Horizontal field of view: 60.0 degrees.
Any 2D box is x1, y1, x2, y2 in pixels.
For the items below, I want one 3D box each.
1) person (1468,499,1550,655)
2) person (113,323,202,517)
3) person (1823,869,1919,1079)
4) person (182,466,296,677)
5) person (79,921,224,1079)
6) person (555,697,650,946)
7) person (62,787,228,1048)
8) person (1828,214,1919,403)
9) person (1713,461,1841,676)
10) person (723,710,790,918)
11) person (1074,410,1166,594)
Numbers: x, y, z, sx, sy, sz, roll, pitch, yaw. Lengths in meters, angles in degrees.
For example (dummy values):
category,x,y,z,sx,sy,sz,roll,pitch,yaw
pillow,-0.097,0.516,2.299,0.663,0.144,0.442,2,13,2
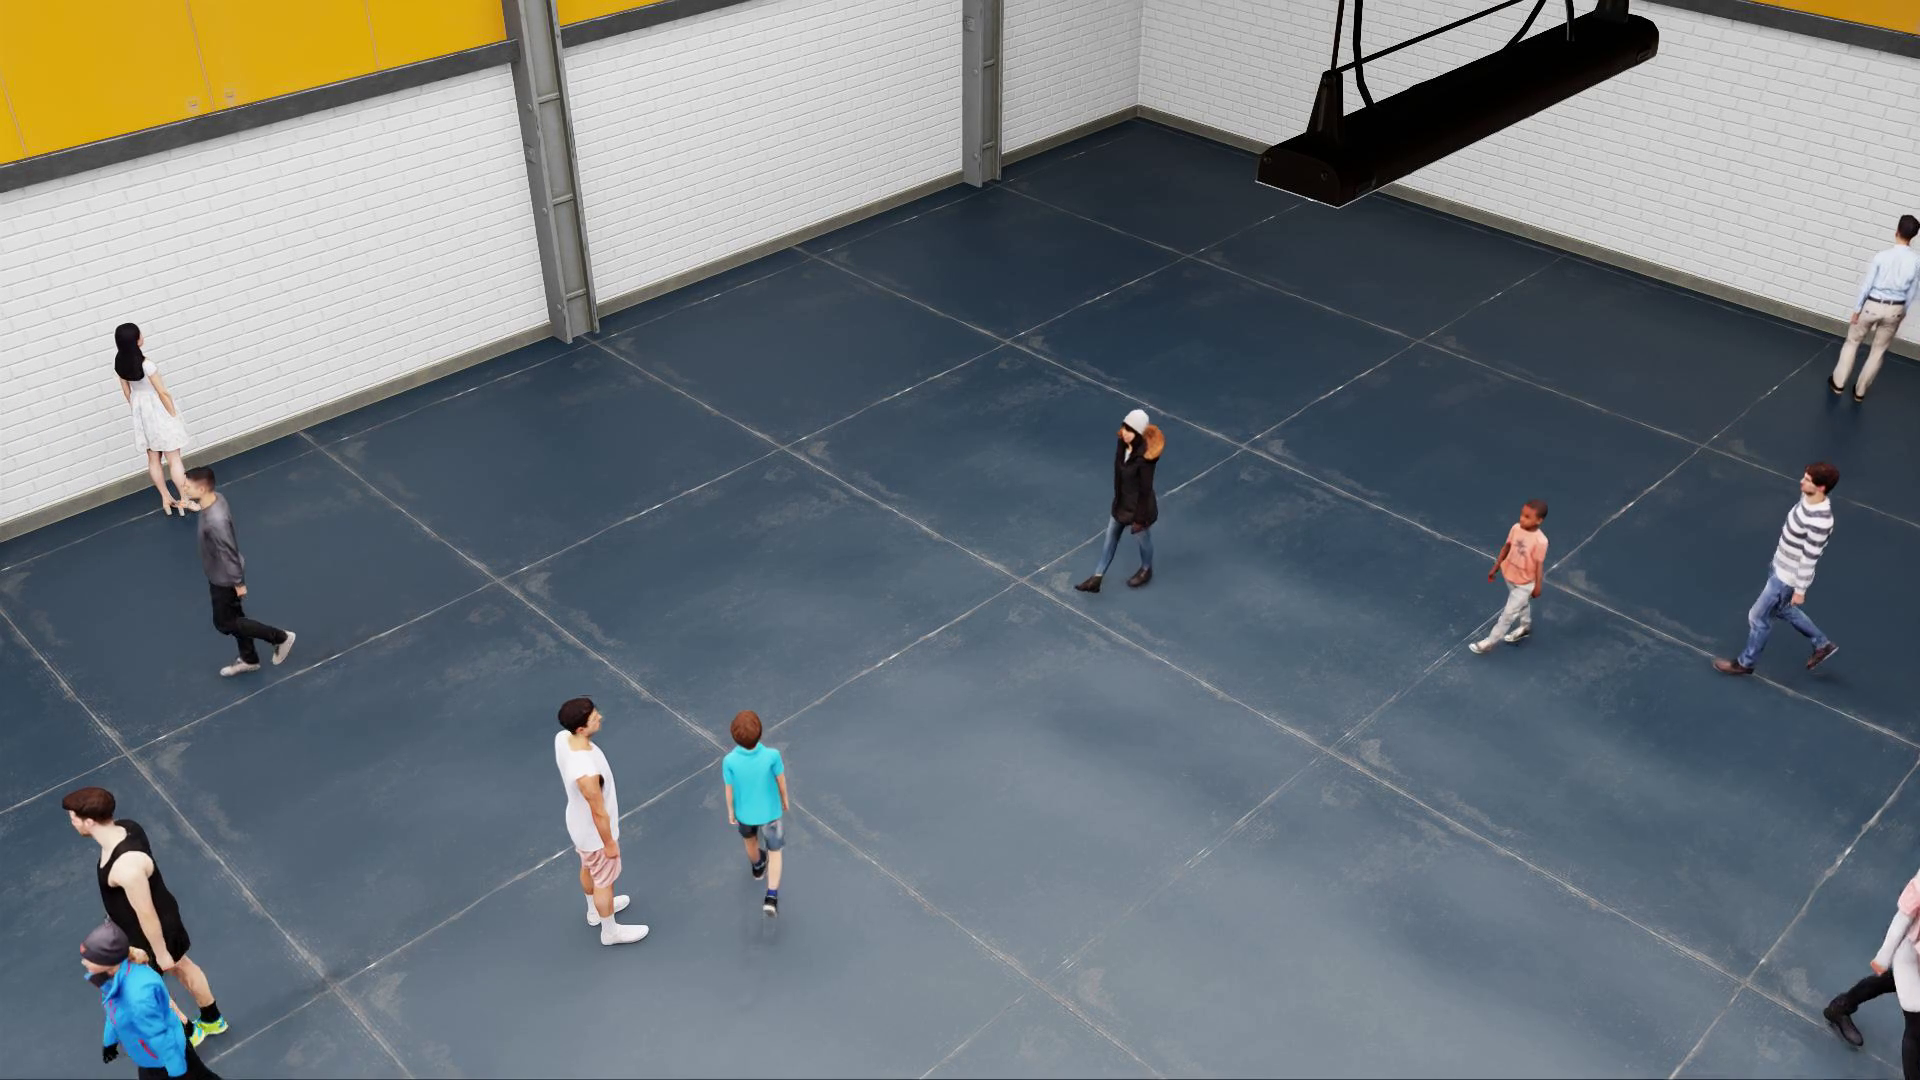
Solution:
category,x,y,z,sx,sy,sz,roll,pitch,yaw
person,4.237,0.255,12.423,0.936,1.280,0.683,-15,36,-21
person,-6.711,-1.001,13.865,0.762,1.775,0.790,9,35,14
person,5.151,2.222,9.039,1.195,1.751,1.065,-10,35,-15
person,-5.238,0.224,12.046,0.899,1.750,0.776,-14,36,-20
person,-3.983,2.571,8.500,1.033,1.765,0.753,-19,38,-26
person,-2.184,1.661,9.848,0.660,1.789,0.694,-18,37,-24
person,-4.378,2.073,9.158,0.771,1.866,0.767,-18,38,-25
person,8.594,-2.109,15.471,0.786,1.842,0.820,10,35,15
person,6.072,0.245,11.946,0.992,1.826,1.083,11,35,16
person,-1.230,1.671,10.158,0.909,1.430,0.949,-2,34,-3
person,1.413,-0.305,12.971,1.002,1.606,0.727,-22,39,-29
